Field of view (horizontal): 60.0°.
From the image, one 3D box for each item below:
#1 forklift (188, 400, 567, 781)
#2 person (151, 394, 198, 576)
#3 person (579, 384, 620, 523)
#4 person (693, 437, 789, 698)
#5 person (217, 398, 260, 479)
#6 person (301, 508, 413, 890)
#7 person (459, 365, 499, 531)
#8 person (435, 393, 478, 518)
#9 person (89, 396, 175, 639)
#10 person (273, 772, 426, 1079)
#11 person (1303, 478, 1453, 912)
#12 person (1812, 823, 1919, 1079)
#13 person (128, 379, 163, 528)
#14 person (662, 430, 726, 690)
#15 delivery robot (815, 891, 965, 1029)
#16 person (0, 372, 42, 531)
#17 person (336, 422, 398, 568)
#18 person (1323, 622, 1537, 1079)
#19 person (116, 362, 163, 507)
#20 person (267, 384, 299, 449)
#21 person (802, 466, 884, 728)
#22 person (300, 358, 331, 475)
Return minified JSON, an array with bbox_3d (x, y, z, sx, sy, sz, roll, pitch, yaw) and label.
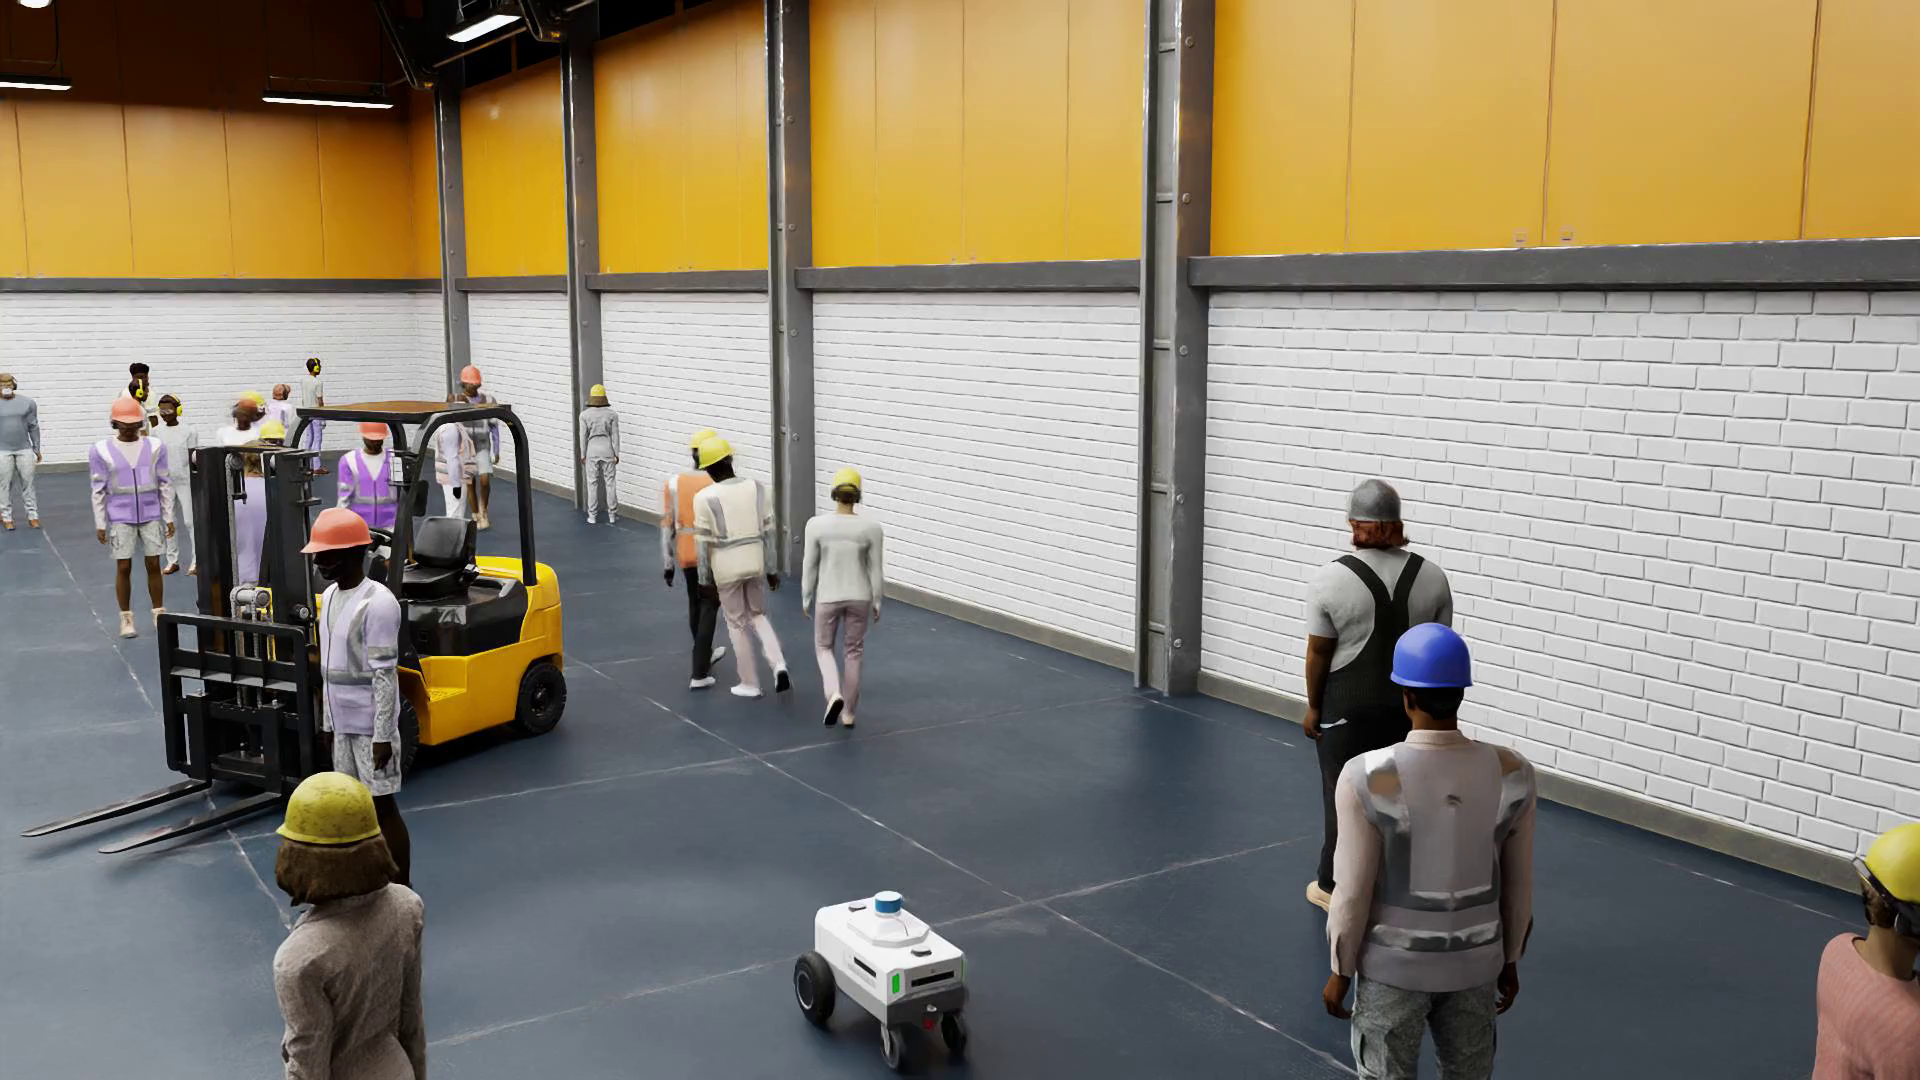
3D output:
[{"bbox_3d":[-3.529,0.258,10.348,1.214,2.155,2.313,4,9,25],"label":"forklift"},{"bbox_3d":[-8.000,-0.559,16.991,0.512,1.862,0.322,1,8,6],"label":"person"},{"bbox_3d":[-4.522,-1.081,20.890,0.493,1.742,0.298,-2,9,-14],"label":"person"},{"bbox_3d":[-1.564,0.215,11.700,0.626,1.879,0.528,-6,11,-37],"label":"person"},{"bbox_3d":[-7.147,-0.485,16.546,0.698,1.839,0.362,1,9,10],"label":"person"},{"bbox_3d":[-2.733,0.813,7.521,0.544,1.932,0.375,8,11,41],"label":"person"},{"bbox_3d":[-5.861,-1.093,20.025,0.615,2.017,0.531,-3,9,-18],"label":"person"},{"bbox_3d":[-5.285,-0.620,17.479,0.429,1.836,0.633,-2,9,-16],"label":"person"},{"bbox_3d":[-6.906,-0.188,13.920,0.611,2.032,0.410,-6,11,-37],"label":"person"},{"bbox_3d":[-1.488,1.416,4.055,0.310,1.743,0.493,3,9,17],"label":"person"},{"bbox_3d":[1.891,0.719,7.754,0.684,2.000,0.538,-1,9,-9],"label":"person"},{"bbox_3d":[2.028,1.469,3.670,0.343,1.755,0.531,2,9,11],"label":"person"},{"bbox_3d":[-9.926,-1.022,20.125,0.526,1.856,0.333,7,11,38],"label":"person"},{"bbox_3d":[-1.861,0.123,12.334,0.602,1.882,0.807,3,9,20],"label":"person"},{"bbox_3d":[-0.277,1.607,6.441,0.477,0.478,0.707,-5,10,-30],"label":"delivery robot"},{"bbox_3d":[-11.538,-1.075,20.242,0.635,1.928,0.382,-7,11,-41],"label":"person"},{"bbox_3d":[-4.881,-0.118,13.838,0.612,1.906,0.470,-4,9,-24],"label":"person"},{"bbox_3d":[1.346,1.203,4.813,0.616,1.944,0.397,-1,9,-9],"label":"person"},{"bbox_3d":[-10.985,-1.402,22.331,0.600,1.958,0.378,2,9,16],"label":"person"},{"bbox_3d":[-9.369,-1.343,23.030,0.513,1.632,0.312,5,10,29],"label":"person"},{"bbox_3d":[-0.762,0.394,10.914,0.543,1.749,0.467,-1,9,-8],"label":"person"},{"bbox_3d":[-10.277,-1.964,26.470,0.502,1.861,0.328,5,10,30],"label":"person"}]
